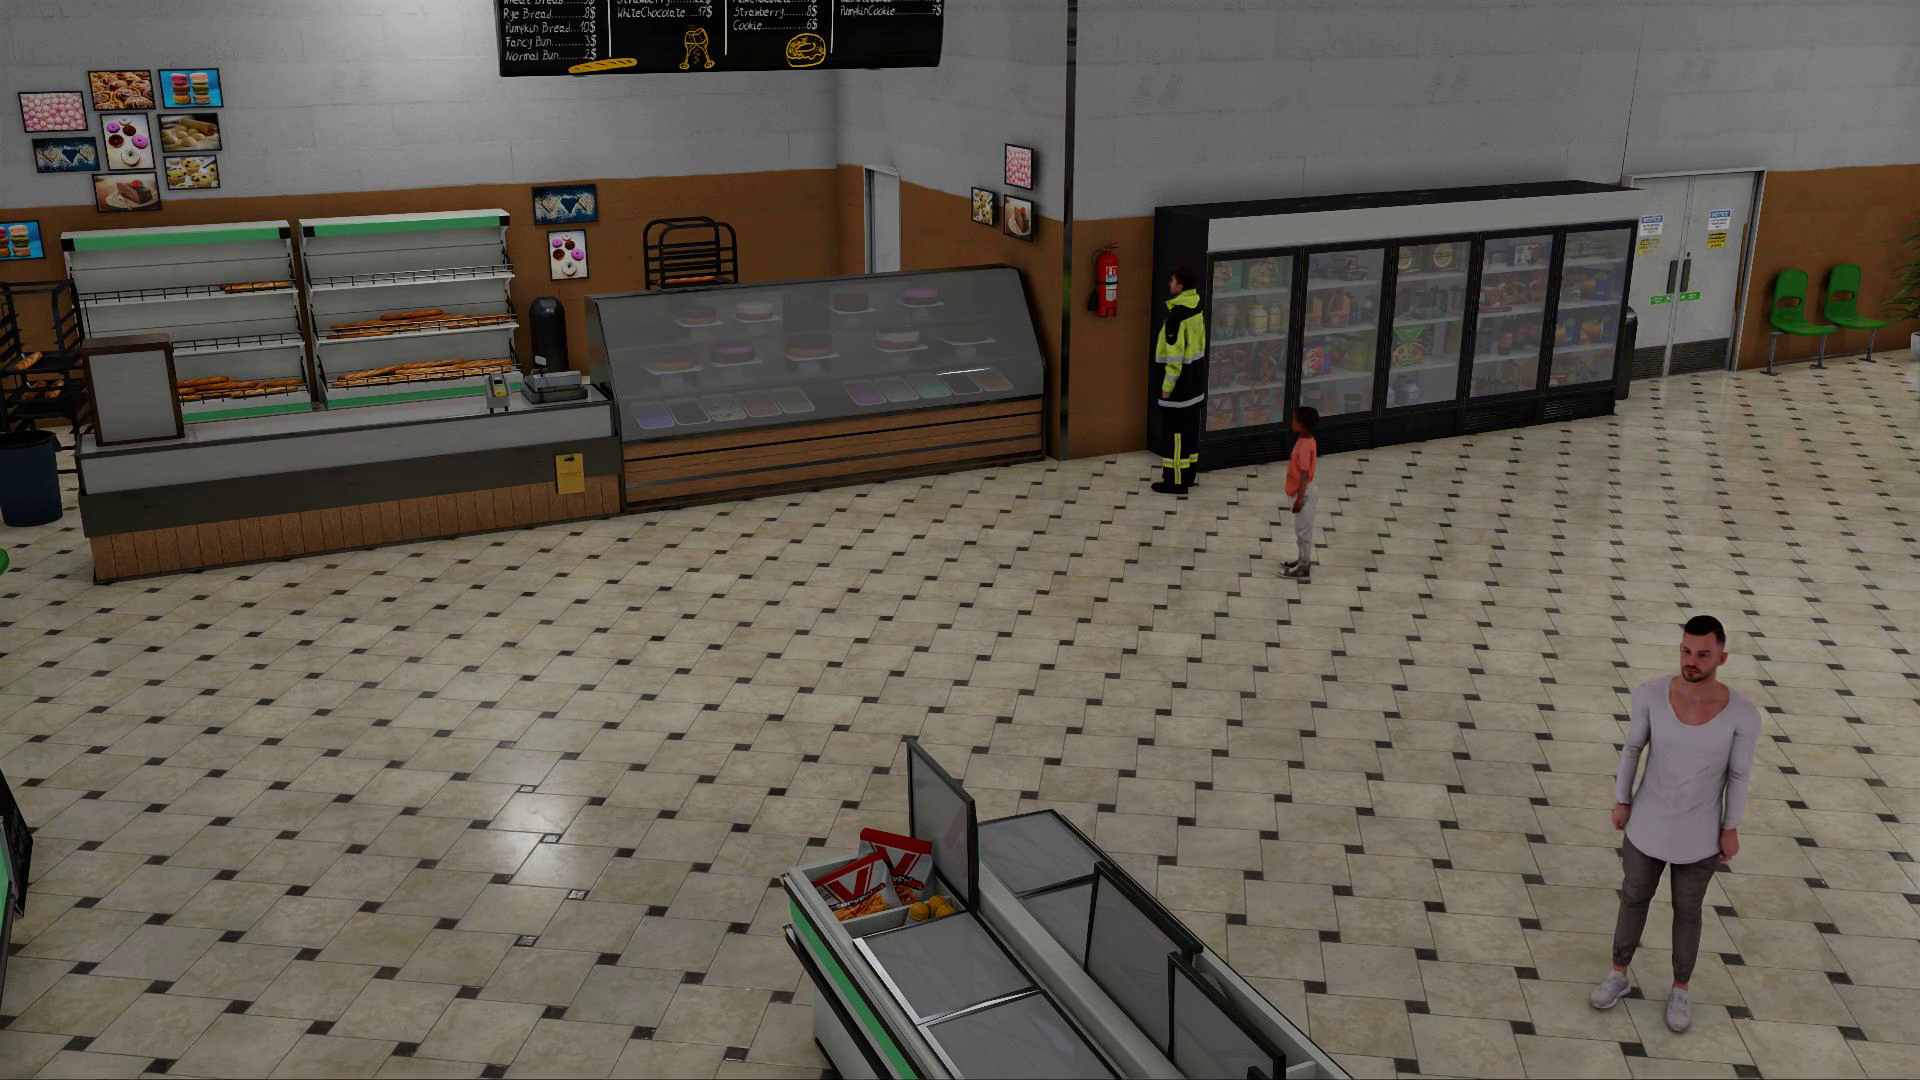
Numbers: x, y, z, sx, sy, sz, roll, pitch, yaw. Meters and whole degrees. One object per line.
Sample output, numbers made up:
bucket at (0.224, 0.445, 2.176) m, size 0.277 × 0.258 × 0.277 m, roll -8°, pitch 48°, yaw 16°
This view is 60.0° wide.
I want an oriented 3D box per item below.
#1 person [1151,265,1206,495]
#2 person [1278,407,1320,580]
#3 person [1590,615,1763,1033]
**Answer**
person at (1.911, -1.397, 14.415) m, size 0.899 × 1.984 × 0.866 m, roll 9°, pitch 20°, yaw 24°
person at (2.570, -0.363, 12.402) m, size 0.627 × 1.310 × 0.564 m, roll 6°, pitch 19°, yaw 17°
person at (3.023, 1.171, 7.023) m, size 0.701 × 1.840 × 0.816 m, roll 11°, pitch 22°, yaw 30°
